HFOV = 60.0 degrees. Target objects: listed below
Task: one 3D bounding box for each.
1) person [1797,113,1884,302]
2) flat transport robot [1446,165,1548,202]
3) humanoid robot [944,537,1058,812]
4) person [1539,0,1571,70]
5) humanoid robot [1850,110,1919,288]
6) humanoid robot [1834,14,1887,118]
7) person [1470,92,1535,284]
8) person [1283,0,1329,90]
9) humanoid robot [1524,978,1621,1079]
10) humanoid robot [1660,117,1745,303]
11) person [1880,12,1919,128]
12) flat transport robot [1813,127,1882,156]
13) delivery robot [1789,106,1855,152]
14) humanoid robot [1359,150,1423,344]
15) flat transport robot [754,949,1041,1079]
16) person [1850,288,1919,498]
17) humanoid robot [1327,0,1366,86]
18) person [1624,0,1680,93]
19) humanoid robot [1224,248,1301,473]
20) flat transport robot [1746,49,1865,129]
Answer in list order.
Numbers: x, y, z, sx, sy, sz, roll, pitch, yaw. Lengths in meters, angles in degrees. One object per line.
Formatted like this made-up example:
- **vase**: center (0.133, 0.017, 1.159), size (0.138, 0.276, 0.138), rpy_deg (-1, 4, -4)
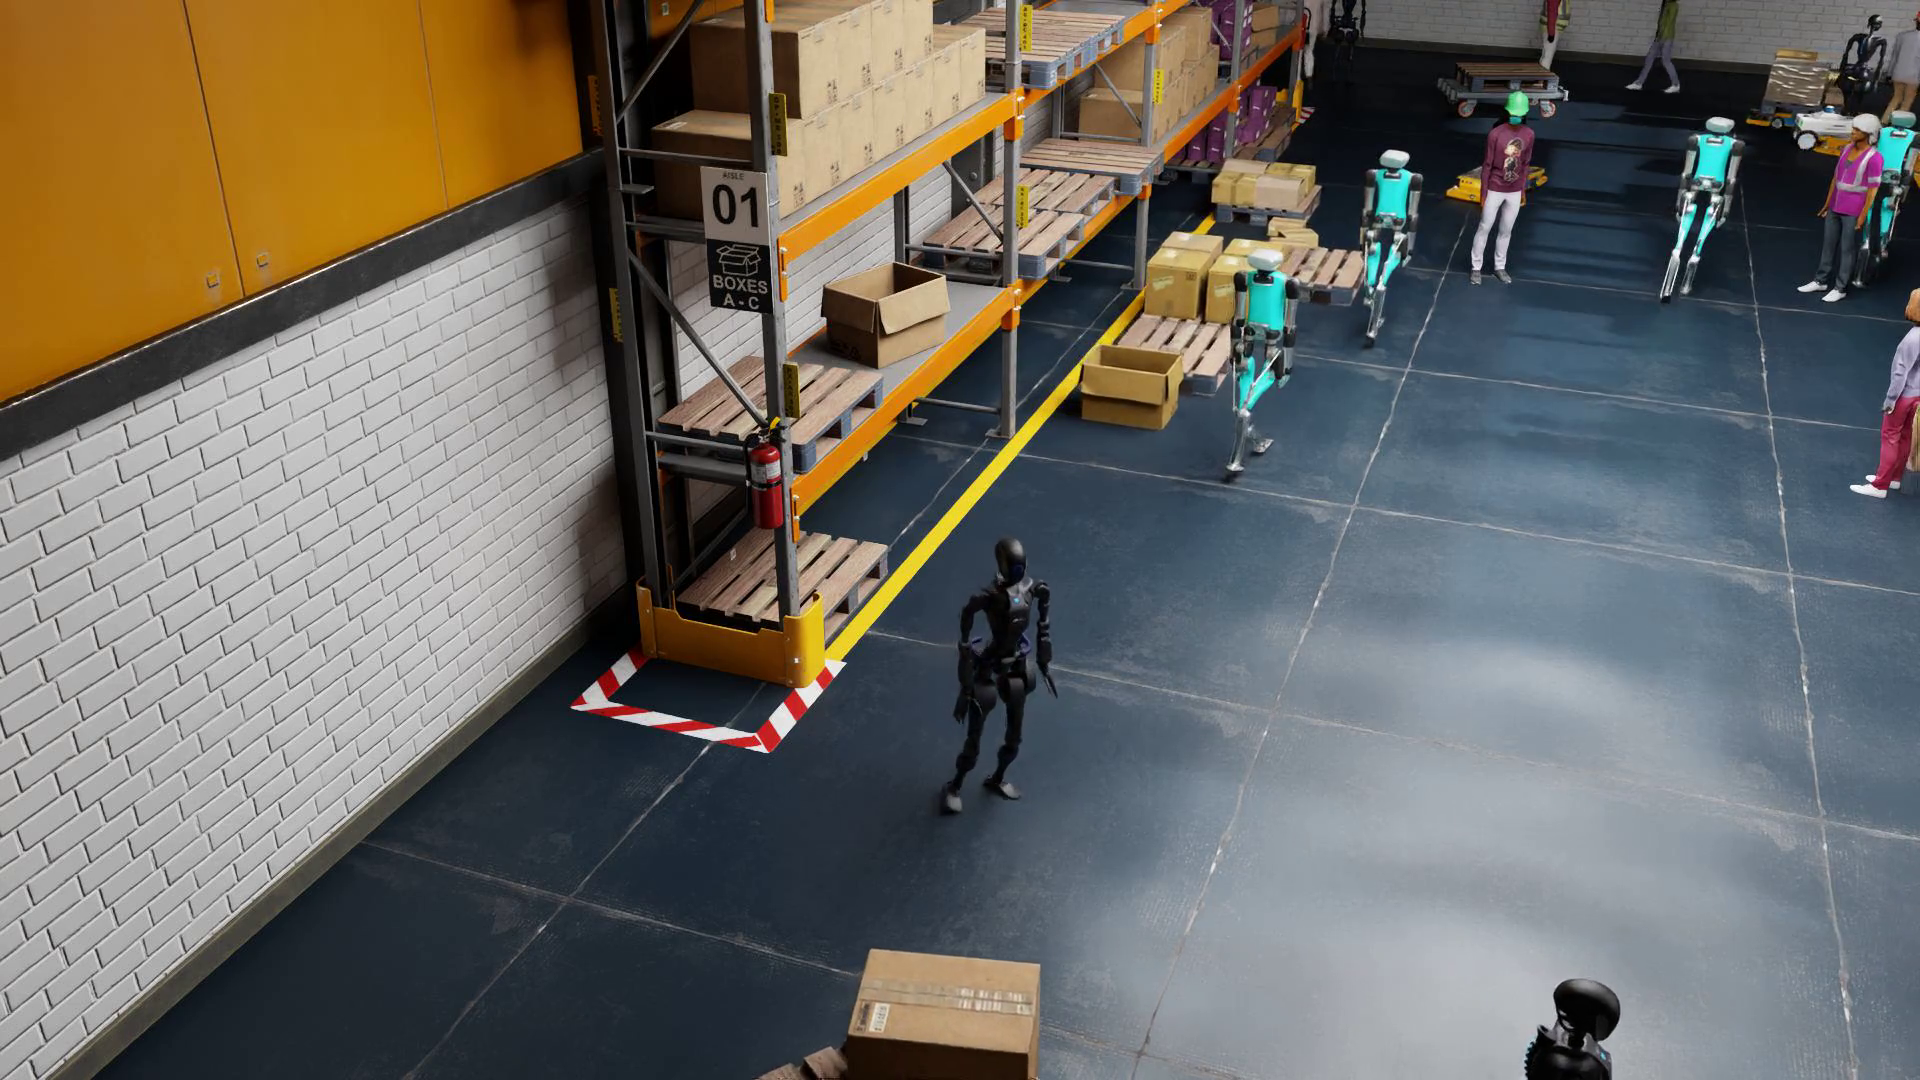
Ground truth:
- **person**: center (8.725, -3.268, 16.367), size (0.322, 1.846, 0.517), rpy_deg (-8, 28, -16)
- **flat transport robot**: center (6.529, -4.338, 20.166), size (0.659, 0.231, 1.431), rpy_deg (21, 34, 35)
- **humanoid robot**: center (0.212, 0.703, 8.860), size (0.611, 1.643, 0.383), rpy_deg (-14, 30, -25)
- **person**: center (8.844, -7.602, 24.790), size (0.430, 1.838, 0.637), rpy_deg (11, 29, 21)
- **humanoid robot**: center (9.259, -3.329, 16.669), size (0.555, 1.837, 0.704), rpy_deg (4, 28, 8)
- **humanoid robot**: center (11.916, -6.148, 22.150), size (0.442, 1.640, 0.600), rpy_deg (-18, 33, -31)
- **person**: center (5.496, -3.557, 16.824), size (0.498, 1.944, 0.430), rpy_deg (-2, 27, -5)
- **person**: center (5.110, -7.591, 24.684), size (0.674, 1.917, 0.441), rpy_deg (-3, 27, -7)
- **humanoid robot**: center (2.172, 2.202, 5.955), size (0.630, 1.644, 0.598), rpy_deg (8, 28, 15)
- **humanoid robot**: center (7.239, -3.170, 16.376), size (0.535, 1.833, 0.899), rpy_deg (18, 32, 30)
- **person**: center (12.647, -6.191, 22.150), size (0.381, 1.733, 0.570), rpy_deg (-13, 30, -24)
- **flat transport robot**: center (11.914, -5.258, 21.949), size (1.431, 0.231, 0.659), rpy_deg (-22, 35, -36)
- **delivery robot**: center (11.423, -5.431, 21.964), size (0.767, 0.587, 0.499), rpy_deg (7, 28, 12)
- **humanoid robot**: center (3.861, -2.630, 15.303), size (0.537, 1.777, 1.023), rpy_deg (13, 30, 23)
- **flat transport robot**: center (-0.165, 2.612, 6.684), size (1.431, 0.231, 0.659), rpy_deg (-16, 31, -28)
- **person**: center (7.029, -1.095, 12.394), size (0.499, 1.628, 0.280), rpy_deg (-22, 34, -36)
- **humanoid robot**: center (5.871, -7.788, 25.305), size (0.599, 1.657, 0.315), rpy_deg (17, 32, 30)
- **person**: center (10.521, -7.516, 24.877), size (0.769, 1.598, 0.516), rpy_deg (5, 28, 9)
- **humanoid robot**: center (2.207, -1.296, 12.719), size (0.551, 1.759, 1.045), rpy_deg (16, 32, 29)
- **flat transport robot**: center (11.739, -5.842, 23.082), size (1.431, 0.231, 0.659), rpy_deg (15, 31, 27)
